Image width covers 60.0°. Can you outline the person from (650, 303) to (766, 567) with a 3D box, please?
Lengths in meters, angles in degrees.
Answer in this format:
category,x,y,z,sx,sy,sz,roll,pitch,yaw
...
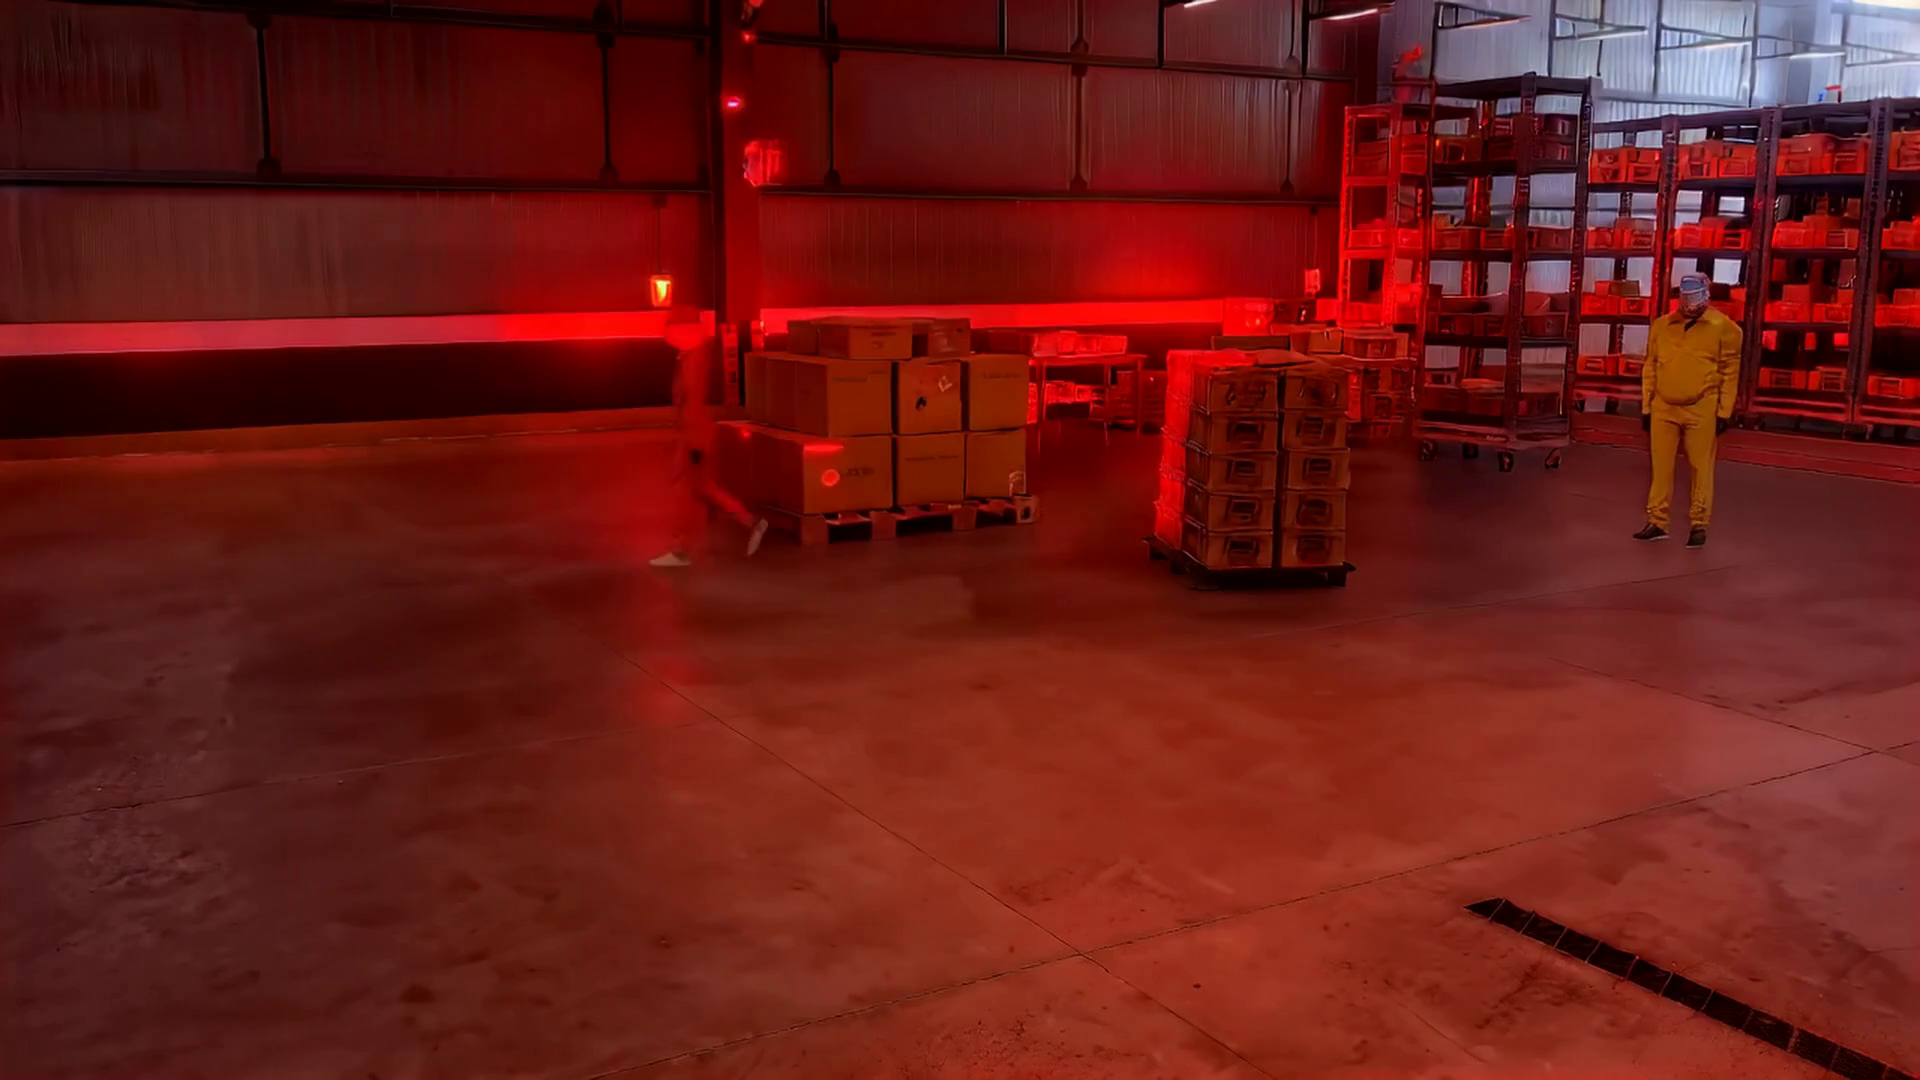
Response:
category,x,y,z,sx,sy,sz,roll,pitch,yaw
person,-1.658,-0.676,10.776,0.667,1.717,0.483,0,10,1

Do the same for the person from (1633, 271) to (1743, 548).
category,x,y,z,sx,sy,sz,roll,pitch,yaw
person,5.031,-0.903,11.543,0.400,1.907,0.645,-10,14,-43
